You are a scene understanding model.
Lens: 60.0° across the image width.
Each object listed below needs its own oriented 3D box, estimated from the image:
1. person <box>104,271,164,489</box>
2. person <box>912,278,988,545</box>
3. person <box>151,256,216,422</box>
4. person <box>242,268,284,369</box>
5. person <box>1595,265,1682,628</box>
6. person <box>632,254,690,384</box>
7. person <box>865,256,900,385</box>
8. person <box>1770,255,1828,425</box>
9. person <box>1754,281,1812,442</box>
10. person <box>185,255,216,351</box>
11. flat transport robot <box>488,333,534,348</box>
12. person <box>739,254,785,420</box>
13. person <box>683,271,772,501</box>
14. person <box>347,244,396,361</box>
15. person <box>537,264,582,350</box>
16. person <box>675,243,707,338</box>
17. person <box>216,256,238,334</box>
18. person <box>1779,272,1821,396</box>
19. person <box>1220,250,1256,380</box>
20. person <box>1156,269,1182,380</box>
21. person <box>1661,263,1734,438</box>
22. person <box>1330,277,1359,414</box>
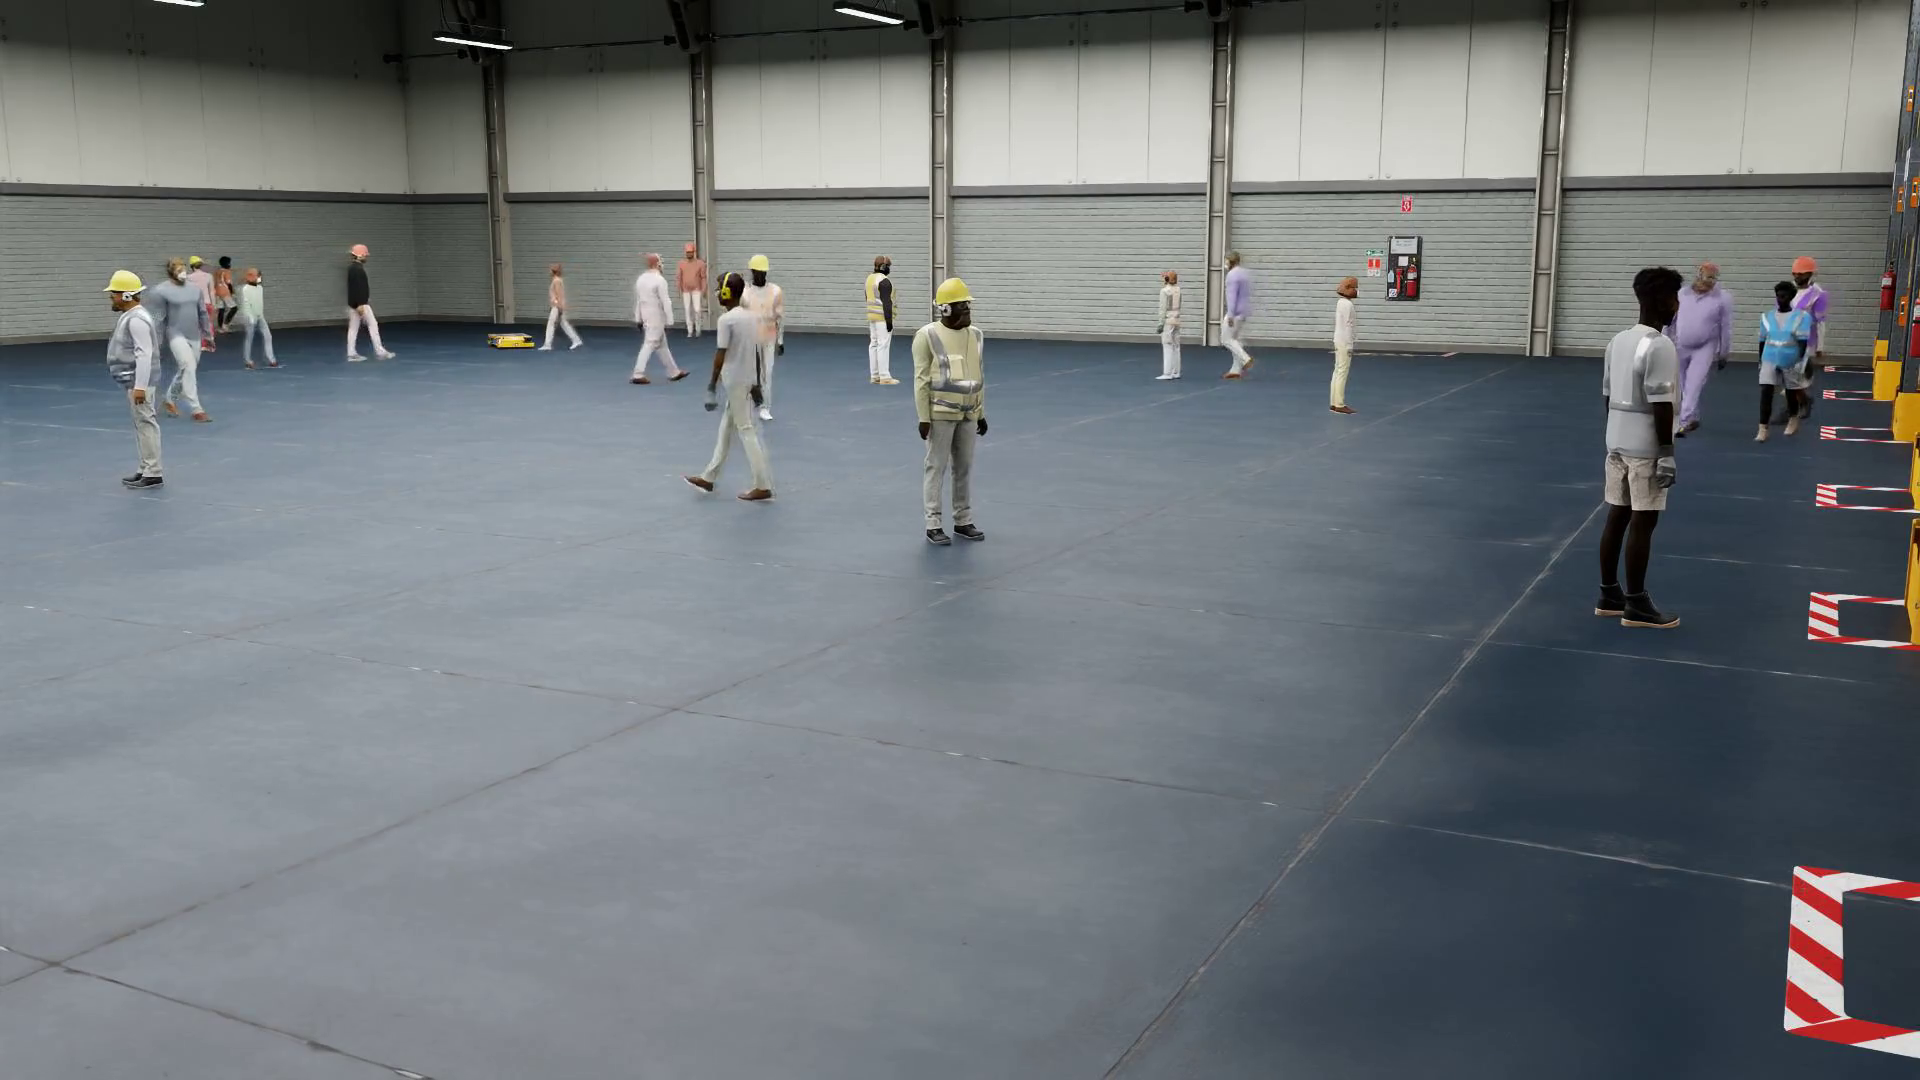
[{"bbox_3d":[-6.963,-1.346,14.038,0.404,1.835,0.587,-6,12,-29],"label":"person"},{"bbox_3d":[-0.048,-0.890,11.544,0.596,1.837,0.404,-8,13,-38],"label":"person"},{"bbox_3d":[-9.005,-2.320,19.180,0.967,1.904,0.631,5,12,26],"label":"person"},{"bbox_3d":[-11.108,-3.500,26.391,0.742,1.598,0.515,3,11,15],"label":"person"},{"bbox_3d":[3.741,-0.511,9.118,0.366,1.967,0.603,-1,10,-6],"label":"person"},{"bbox_3d":[-4.353,-3.186,24.008,1.021,1.854,0.666,-8,13,-39],"label":"person"},{"bbox_3d":[-1.114,-3.143,23.829,0.429,1.840,0.624,-6,12,-28],"label":"person"},{"bbox_3d":[9.529,-2.267,18.859,0.875,1.914,0.550,-7,12,-33],"label":"person"},{"bbox_3d":[8.590,-1.867,17.336,0.528,1.675,0.751,8,13,38],"label":"person"},{"bbox_3d":[-14.012,-4.356,30.648,0.375,1.752,0.551,9,14,40],"label":"person"},{"bbox_3d":[-8.600,-3.822,31.805,0.652,0.197,1.431,-5,11,-23],"label":"flat transport robot"},{"bbox_3d":[-2.336,-2.349,19.289,0.588,1.915,0.536,-5,11,-23],"label":"person"},{"bbox_3d":[-1.911,-1.230,13.403,0.913,1.830,0.554,4,11,19],"label":"person"},{"bbox_3d":[-10.057,-4.023,28.270,0.889,1.960,0.653,-7,13,-34],"label":"person"},{"bbox_3d":[-7.480,-4.350,31.043,0.807,1.602,0.519,-2,11,-12],"label":"person"},{"bbox_3d":[-5.604,-5.185,34.609,0.620,1.968,0.759,0,10,-1],"label":"person"},{"bbox_3d":[-15.829,-5.271,35.851,0.613,1.673,0.340,9,14,41],"label":"person"},{"bbox_3d":[11.204,-2.837,22.210,0.543,1.829,0.510,-10,14,-43],"label":"person"},{"bbox_3d":[4.109,-3.301,24.505,0.559,1.903,0.672,6,12,31],"label":"person"},{"bbox_3d":[3.101,-3.183,24.585,0.310,1.638,0.523,8,13,37],"label":"person"},{"bbox_3d":[7.842,-2.025,17.739,0.644,1.839,1.034,9,14,40],"label":"person"},{"bbox_3d":[4.630,-2.336,19.982,0.268,1.632,0.507,0,10,0],"label":"person"}]
